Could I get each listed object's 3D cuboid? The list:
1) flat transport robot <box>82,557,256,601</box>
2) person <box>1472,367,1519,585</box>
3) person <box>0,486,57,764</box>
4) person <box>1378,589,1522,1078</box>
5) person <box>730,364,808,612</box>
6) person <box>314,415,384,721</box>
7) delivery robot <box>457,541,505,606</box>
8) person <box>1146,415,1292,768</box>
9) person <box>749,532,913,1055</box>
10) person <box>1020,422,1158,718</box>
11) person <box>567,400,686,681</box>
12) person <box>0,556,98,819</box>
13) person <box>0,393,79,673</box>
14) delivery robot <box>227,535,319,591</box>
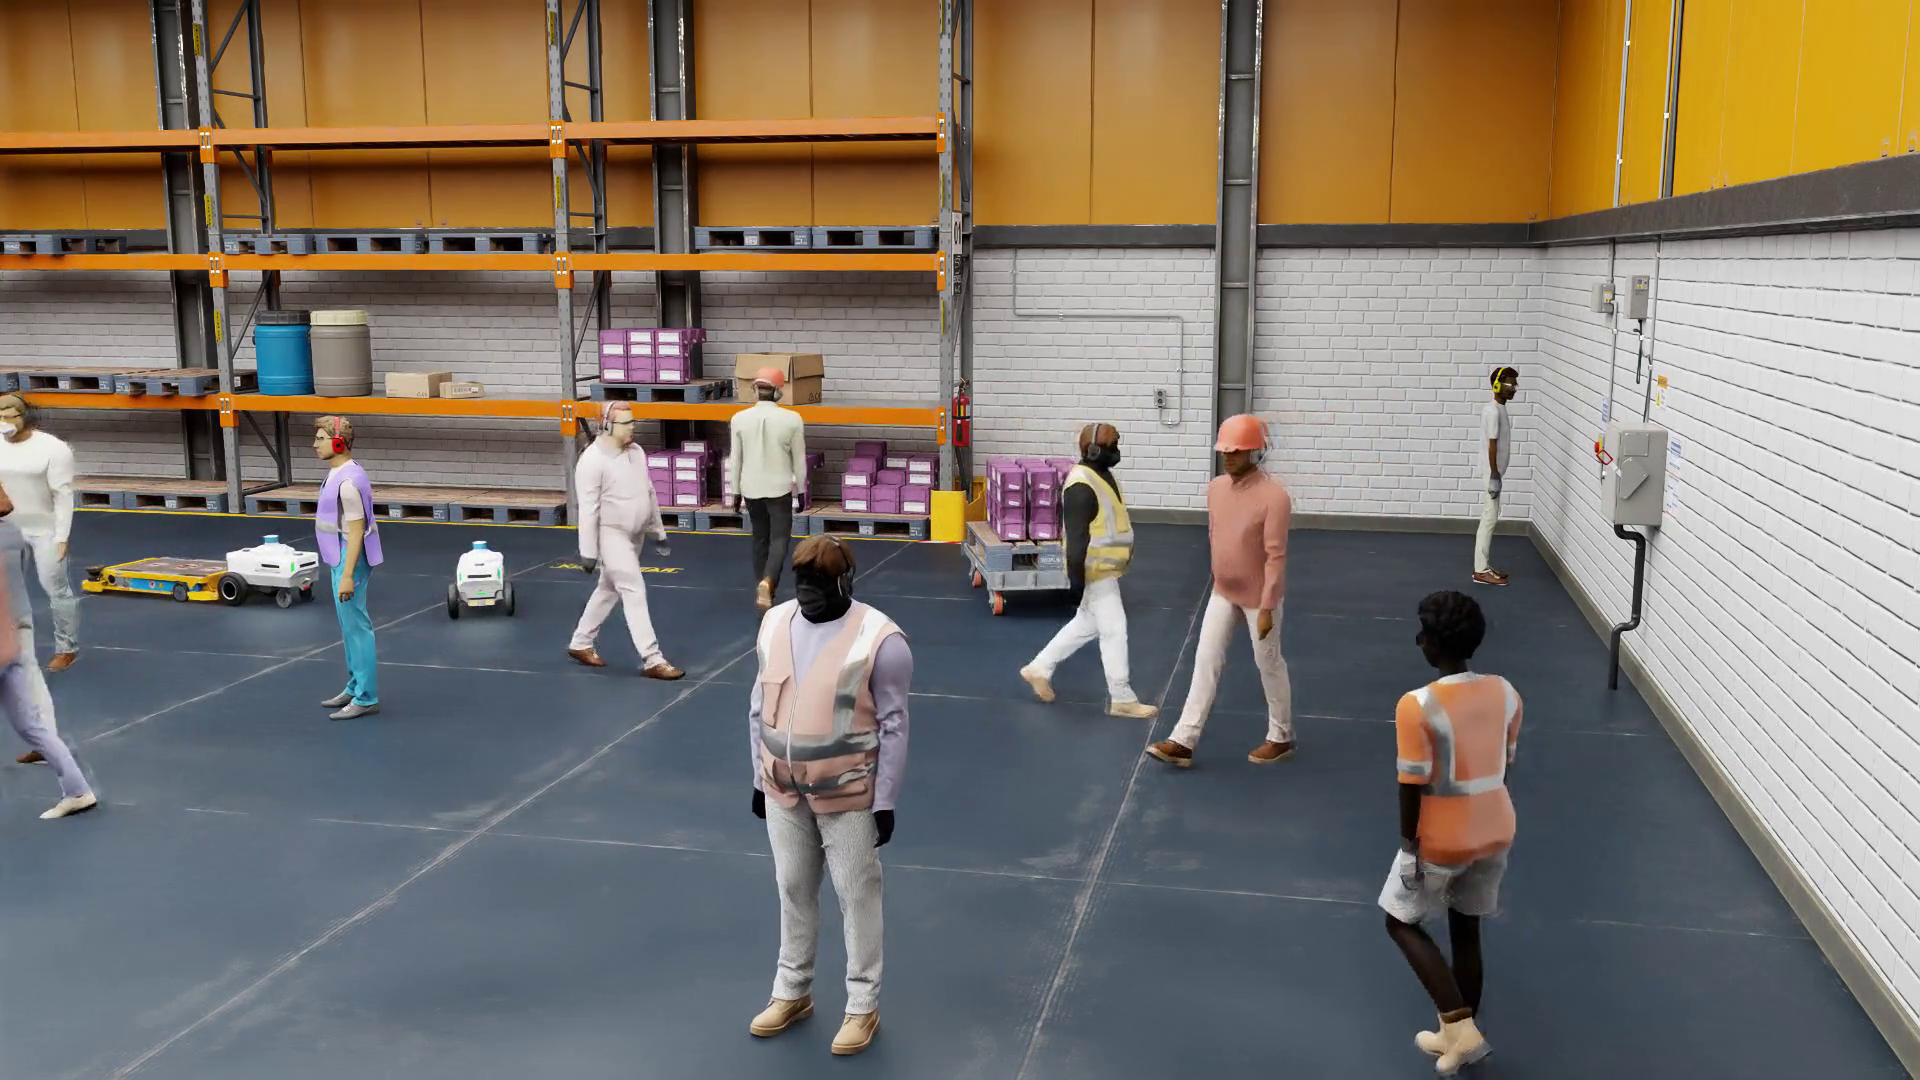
[{"bbox_3d":[-6.525,0.312,13.891,1.431,0.197,0.652,3,10,20],"label":"flat transport robot"},{"bbox_3d":[4.613,-0.552,14.312,0.310,1.858,0.531,3,10,18],"label":"person"},{"bbox_3d":[-5.322,0.454,9.072,0.732,1.604,0.531,0,10,1],"label":"person"},{"bbox_3d":[1.670,1.008,5.602,0.540,1.683,0.397,-5,11,-25],"label":"person"},{"bbox_3d":[-1.524,-0.401,13.136,0.619,1.970,0.775,2,10,10],"label":"person"},{"bbox_3d":[-3.717,0.164,10.121,0.389,1.843,0.567,-5,11,-27],"label":"person"},{"bbox_3d":[-3.779,0.252,13.126,0.477,0.478,0.707,-2,10,-14],"label":"delivery robot"},{"bbox_3d":[1.473,0.303,9.003,0.996,1.942,0.626,-7,12,-37],"label":"person"},{"bbox_3d":[-0.486,0.883,5.866,0.619,1.845,0.430,5,11,27],"label":"person"},{"bbox_3d":[0.780,0.172,10.172,0.861,1.812,0.632,3,10,18],"label":"person"},{"bbox_3d":[-2.291,-0.014,11.129,0.982,1.865,0.647,3,10,18],"label":"person"},{"bbox_3d":[-4.735,0.581,8.093,0.887,1.704,0.511,-2,10,-9],"label":"person"},{"bbox_3d":[-6.159,-0.011,10.964,0.644,1.907,0.846,-1,10,-7],"label":"person"},{"bbox_3d":[-5.538,0.204,13.414,0.707,0.478,0.477,4,10,20],"label":"delivery robot"}]
